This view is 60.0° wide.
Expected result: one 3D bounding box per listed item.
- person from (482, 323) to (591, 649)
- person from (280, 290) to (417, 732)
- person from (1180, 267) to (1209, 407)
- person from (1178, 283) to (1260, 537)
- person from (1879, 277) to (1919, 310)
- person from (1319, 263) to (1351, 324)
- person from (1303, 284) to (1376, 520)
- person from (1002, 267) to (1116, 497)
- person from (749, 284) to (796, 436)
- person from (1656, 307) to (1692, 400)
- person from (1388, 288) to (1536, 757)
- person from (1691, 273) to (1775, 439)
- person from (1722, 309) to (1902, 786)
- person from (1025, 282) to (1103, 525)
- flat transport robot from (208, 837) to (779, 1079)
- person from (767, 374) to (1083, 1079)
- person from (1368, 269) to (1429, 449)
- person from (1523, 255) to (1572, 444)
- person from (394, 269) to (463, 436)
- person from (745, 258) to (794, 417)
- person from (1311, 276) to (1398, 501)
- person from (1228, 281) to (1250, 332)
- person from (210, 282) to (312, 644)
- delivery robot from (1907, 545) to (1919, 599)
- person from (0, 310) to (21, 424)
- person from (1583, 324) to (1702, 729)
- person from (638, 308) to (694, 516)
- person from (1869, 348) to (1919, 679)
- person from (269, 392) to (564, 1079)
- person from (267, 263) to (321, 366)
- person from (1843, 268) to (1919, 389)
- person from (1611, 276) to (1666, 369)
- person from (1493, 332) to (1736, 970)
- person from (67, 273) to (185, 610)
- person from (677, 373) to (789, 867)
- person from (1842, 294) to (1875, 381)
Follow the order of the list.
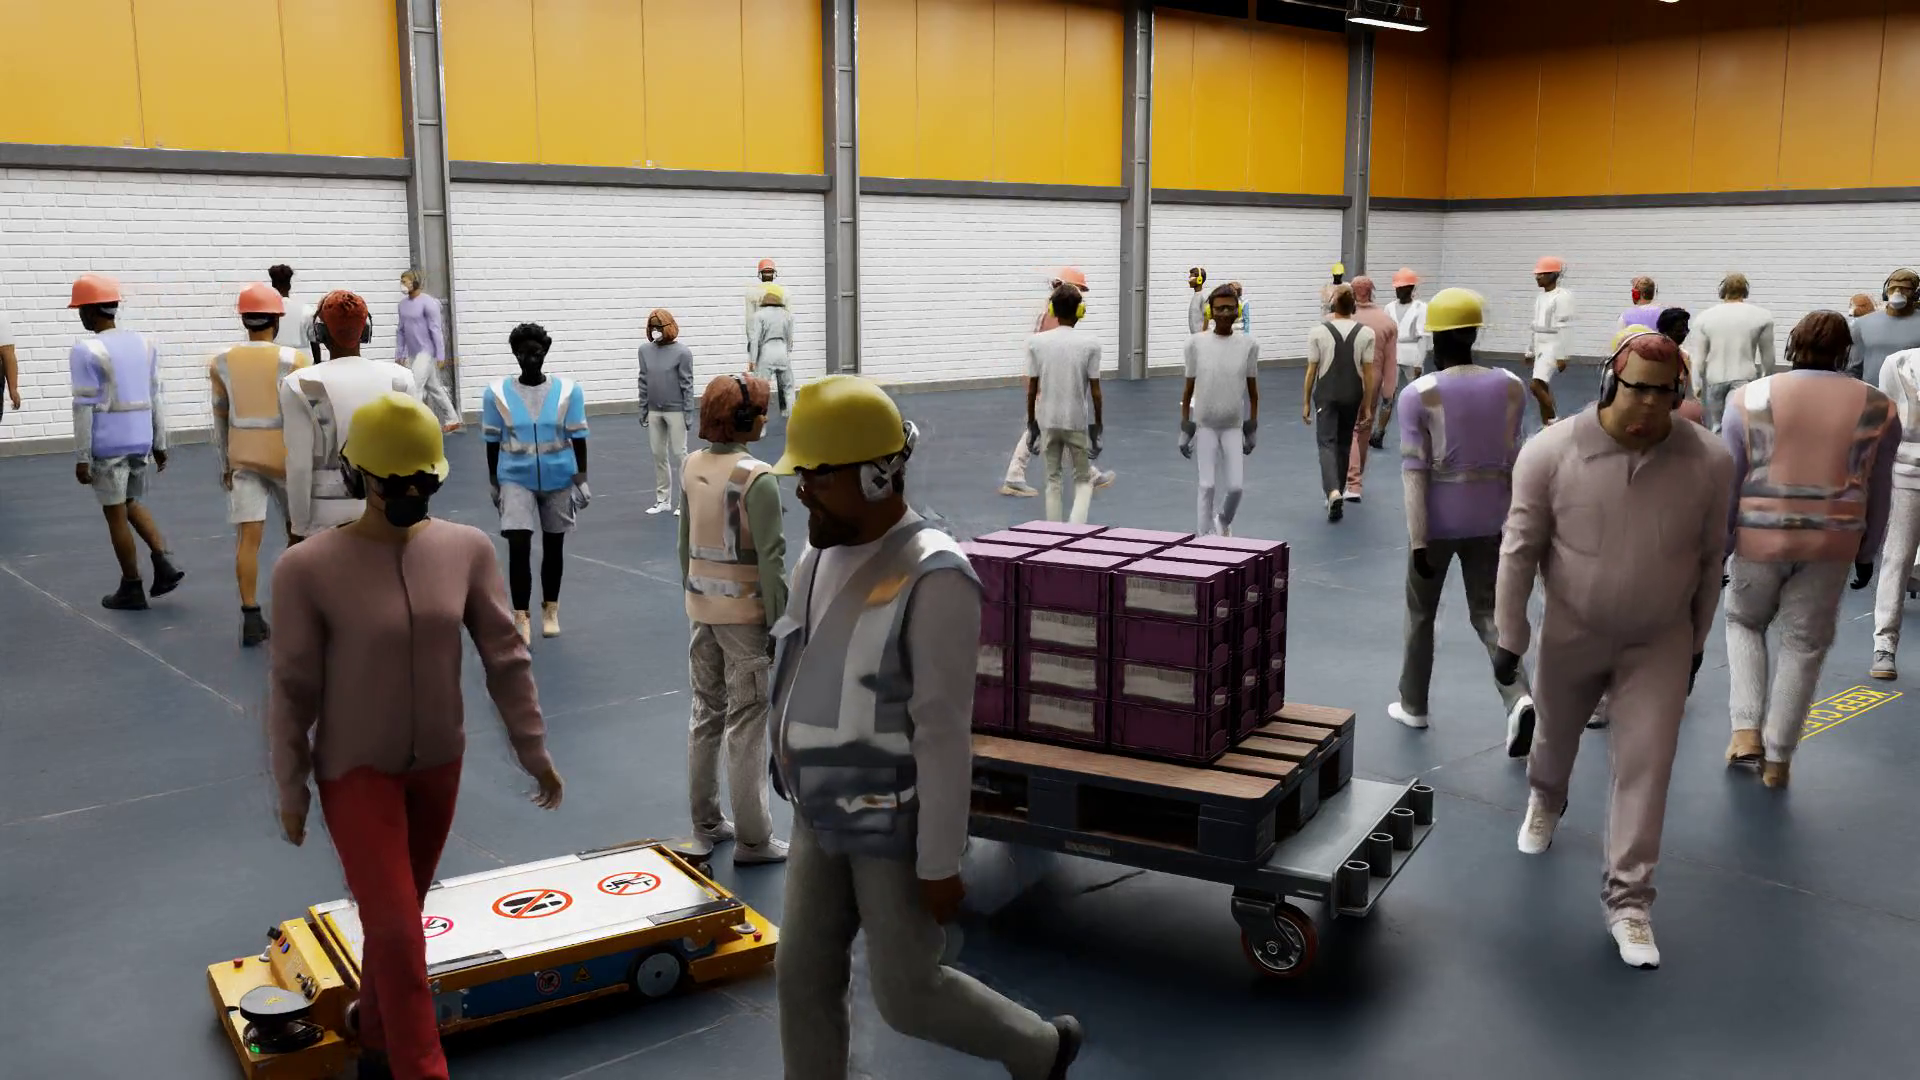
[{"bbox_3d":[-2.178,-0.276,8.608,0.543,1.669,0.693,-3,10,-18],"label":"person"},{"bbox_3d":[-2.538,-0.099,6.982,0.574,1.883,0.355,-9,13,-43],"label":"person"},{"bbox_3d":[3.185,-2.720,22.361,0.327,1.874,0.518,-1,10,-8],"label":"person"},{"bbox_3d":[1.675,-0.741,10.851,0.520,1.855,0.494,0,10,1],"label":"person"},{"bbox_3d":[10.808,-2.154,19.178,0.540,1.823,0.643,-1,10,-4],"label":"person"},{"bbox_3d":[6.463,-3.790,28.498,0.593,1.910,0.540,4,11,24],"label":"person"},{"bbox_3d":[2.938,-1.070,12.878,0.522,1.817,0.866,1,10,3],"label":"person"},{"bbox_3d":[0.822,-1.322,14.001,1.006,1.924,0.631,-1,10,-5],"label":"person"},{"bbox_3d":[-2.143,-2.022,18.777,0.733,1.709,0.342,-5,11,-27],"label":"person"},{"bbox_3d":[5.133,-0.856,12.083,0.542,1.641,0.894,-5,11,-26],"label":"person"},{"bbox_3d":[2.070,-0.079,6.823,0.580,1.901,0.859,-2,10,-10],"label":"person"},{"bbox_3d":[6.676,-1.361,14.419,0.641,1.887,1.064,7,12,34],"label":"person"},{"bbox_3d":[3.216,0.029,6.404,0.639,1.818,0.481,4,10,20],"label":"person"},{"bbox_3d":[0.660,-0.713,10.659,0.530,1.856,0.423,2,10,14],"label":"person"},{"bbox_3d":[-1.254,1.114,4.594,1.431,0.197,0.652,-6,11,-32],"label":"flat transport robot"},{"bbox_3d":[-0.117,0.542,3.512,0.751,1.796,0.599,-6,12,-33],"label":"person"},{"bbox_3d":[4.651,-1.896,17.496,0.978,1.881,0.567,-10,14,-44],"label":"person"},{"bbox_3d":[6.216,-2.002,17.694,0.430,2.027,0.626,-1,10,-4],"label":"person"},{"bbox_3d":[-5.969,-2.054,18.457,0.650,1.887,1.031,8,13,40],"label":"person"},{"bbox_3d":[-2.396,-2.533,20.916,0.609,1.992,0.383,-3,10,-16],"label":"person"},{"bbox_3d":[3.308,-1.281,13.994,0.646,1.853,1.010,-1,10,-4],"label":"person"},{"bbox_3d":[4.167,-3.101,25.266,0.314,1.639,0.517,-9,13,-42],"label":"person"},{"bbox_3d":[-3.718,-0.436,8.954,0.569,1.879,1.010,0,10,-2],"label":"person"},{"bbox_3d":[5.616,0.088,9.497,0.477,0.478,0.707,6,11,31],"label":"delivery robot"},{"bbox_3d":[-8.106,-1.310,13.609,0.684,2.000,1.057,-7,12,-35],"label":"person"},{"bbox_3d":[2.993,-0.076,7.263,0.558,1.734,0.736,9,13,42],"label":"person"},{"bbox_3d":[-2.287,-0.990,12.971,0.492,1.624,0.308,5,11,26],"label":"person"},{"bbox_3d":[4.641,-0.259,7.911,0.582,1.884,0.351,3,10,17],"label":"person"},{"bbox_3d":[-1.211,0.528,3.745,0.829,1.714,0.549,8,13,39],"label":"person"},{"bbox_3d":[-6.352,-1.619,15.681,0.643,1.955,0.548,-5,11,-26],"label":"person"},{"bbox_3d":[6.338,-0.870,11.333,0.631,1.940,0.372,9,13,41],"label":"person"},{"bbox_3d":[6.270,-1.534,15.520,0.596,1.826,0.642,-4,11,-23],"label":"person"},{"bbox_3d":[1.997,0.249,5.166,0.662,1.824,1.120,2,10,14],"label":"person"},{"bbox_3d":[-4.797,-0.543,9.456,0.439,1.922,0.566,3,10,18],"label":"person"},{"bbox_3d":[-0.752,0.265,5.563,0.310,1.638,0.522,-9,13,-42],"label":"person"},{"bbox_3d":[9.570,-1.831,17.885,0.652,1.604,0.536,1,10,9],"label":"person"}]
